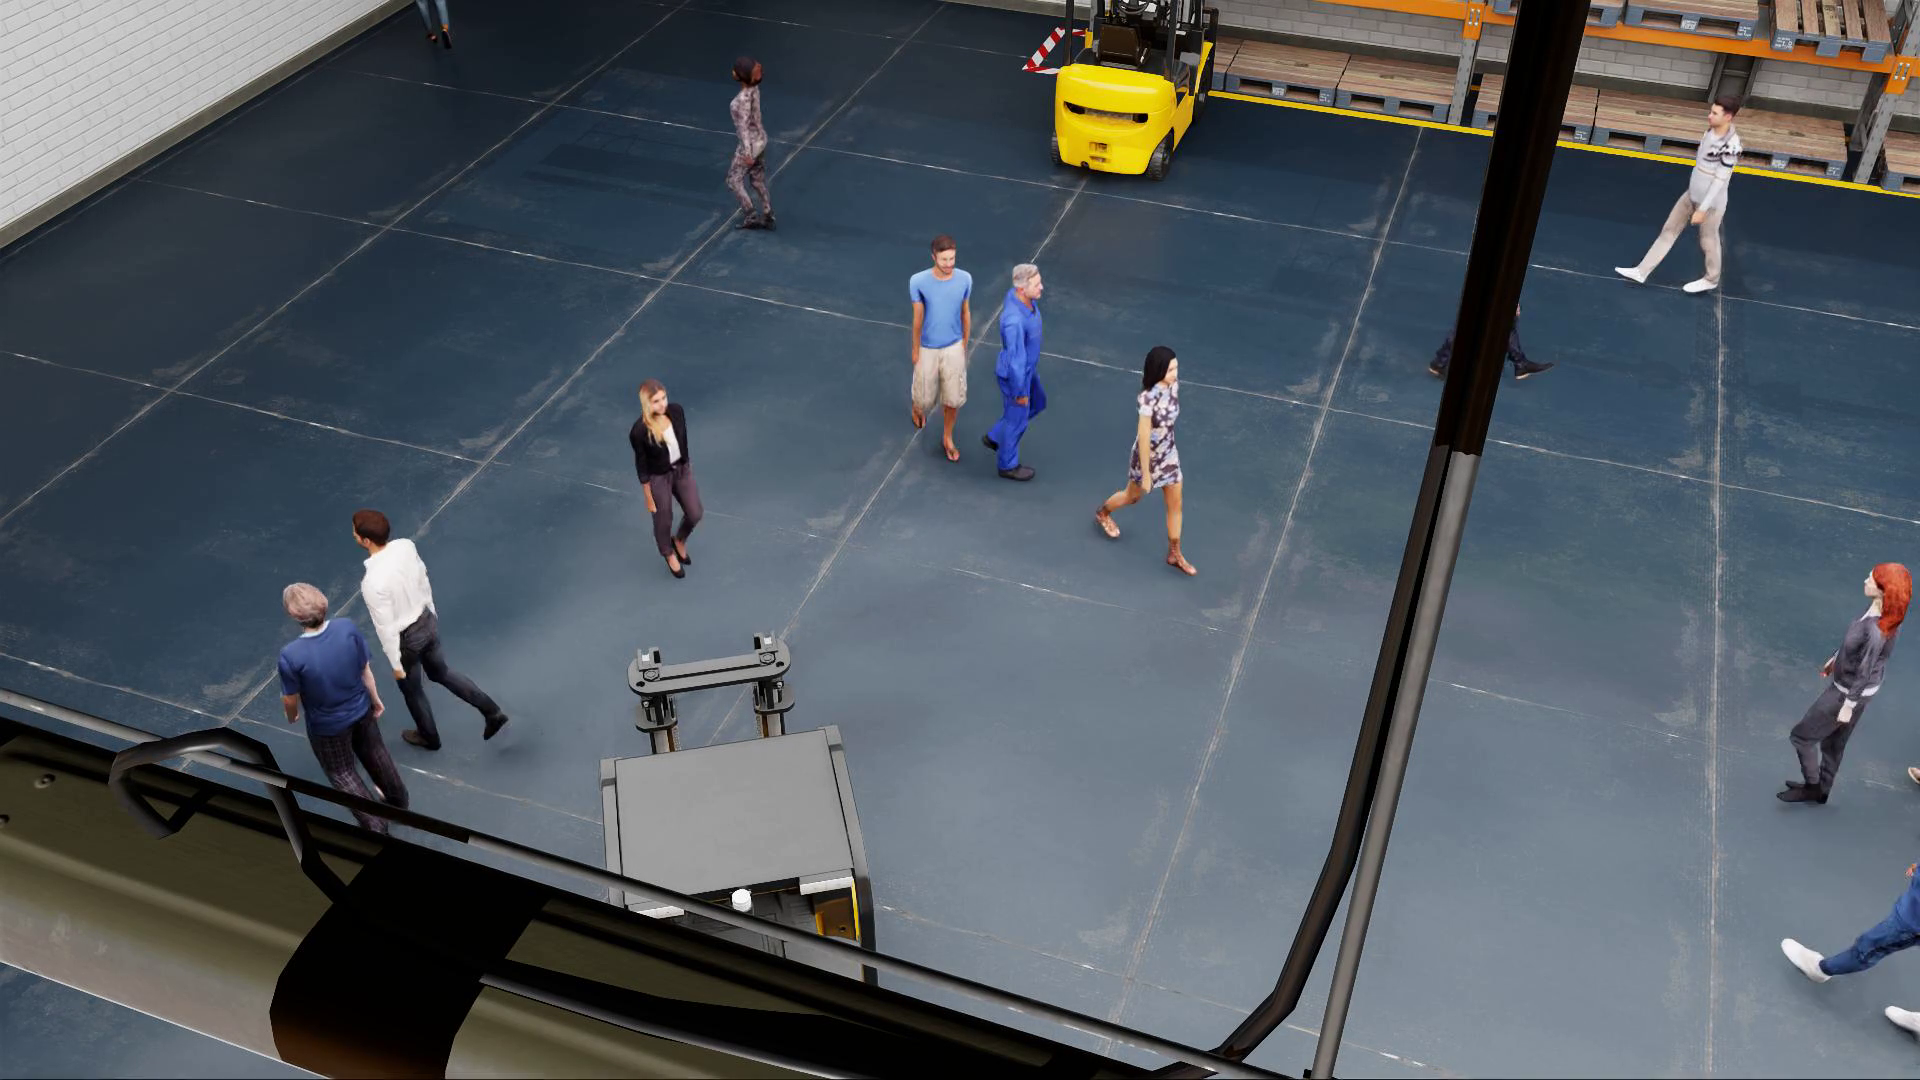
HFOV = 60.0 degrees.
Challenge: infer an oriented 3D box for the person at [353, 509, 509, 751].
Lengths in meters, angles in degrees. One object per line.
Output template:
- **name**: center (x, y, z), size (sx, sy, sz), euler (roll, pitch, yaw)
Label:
- **person**: center (-3.196, 0.586, 9.954), size (0.971, 1.852, 0.717), euler (7, 39, 9)

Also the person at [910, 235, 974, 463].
- **person**: center (-0.179, -1.512, 12.583), size (0.945, 1.850, 0.963), euler (-8, 39, -10)

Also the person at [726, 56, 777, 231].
- **person**: center (-1.844, -3.617, 15.337), size (0.692, 1.702, 0.648), euler (5, 39, 7)

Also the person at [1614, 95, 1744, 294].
- **person**: center (6.541, -2.953, 14.415), size (1.263, 1.816, 1.021), euler (-3, 39, -3)

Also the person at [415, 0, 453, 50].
- **person**: center (-6.026, -6.358, 18.804), size (0.988, 1.660, 1.039), euler (-16, 41, -19)

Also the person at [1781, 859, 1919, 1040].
- **person**: center (4.999, 1.907, 8.361), size (1.051, 1.777, 1.191), euler (-23, 44, -26)

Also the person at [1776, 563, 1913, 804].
- **person**: center (5.244, 0.900, 9.634), size (0.633, 1.762, 0.658), euler (20, 43, 23)

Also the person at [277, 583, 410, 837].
- **person**: center (-3.478, 1.033, 9.401), size (0.837, 1.844, 0.931), euler (-32, 48, -33)

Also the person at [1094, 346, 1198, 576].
- **person**: center (1.268, -0.584, 11.548), size (1.212, 1.691, 0.911), euler (30, 48, 32)

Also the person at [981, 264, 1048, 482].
- **person**: center (0.343, -1.246, 12.279), size (0.786, 1.815, 0.809), euler (6, 39, 7)

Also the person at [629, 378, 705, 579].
- **person**: center (-2.063, -0.437, 11.388), size (0.705, 1.662, 0.706), euler (31, 48, 33)
